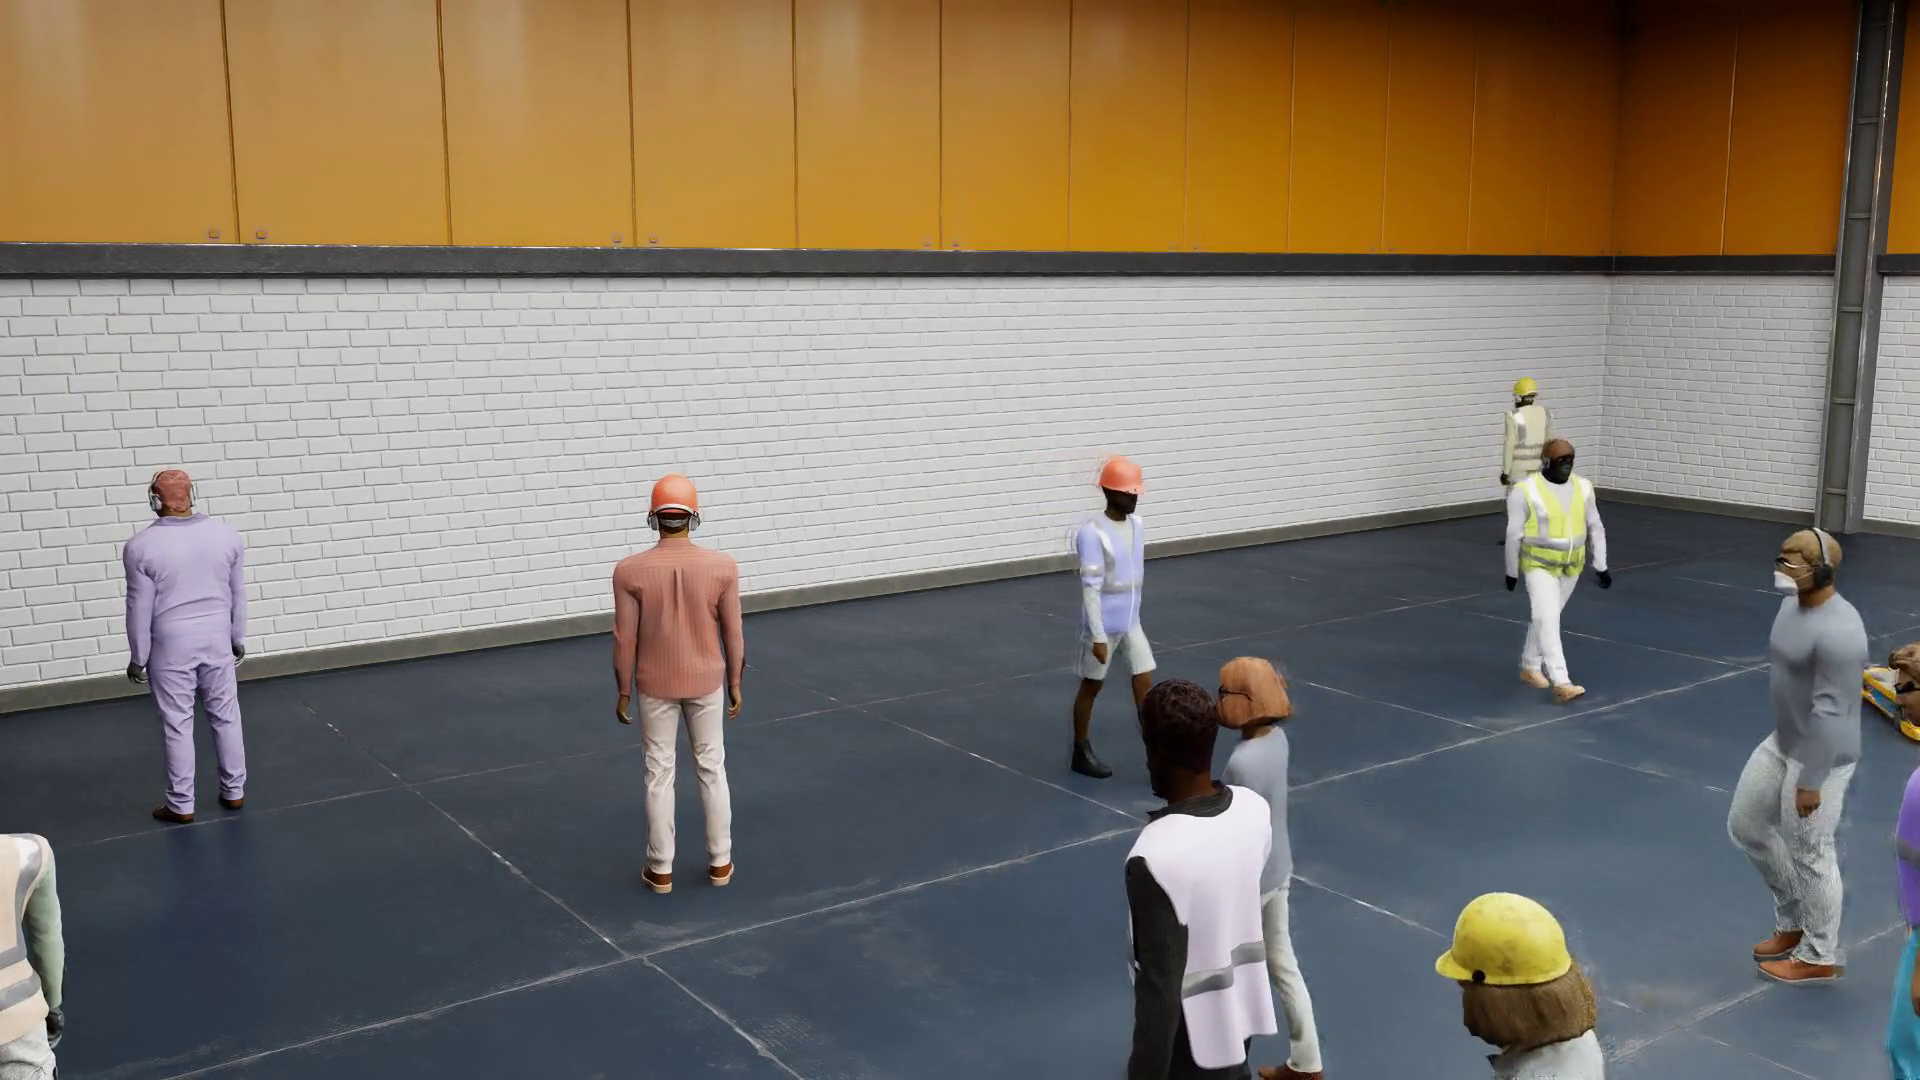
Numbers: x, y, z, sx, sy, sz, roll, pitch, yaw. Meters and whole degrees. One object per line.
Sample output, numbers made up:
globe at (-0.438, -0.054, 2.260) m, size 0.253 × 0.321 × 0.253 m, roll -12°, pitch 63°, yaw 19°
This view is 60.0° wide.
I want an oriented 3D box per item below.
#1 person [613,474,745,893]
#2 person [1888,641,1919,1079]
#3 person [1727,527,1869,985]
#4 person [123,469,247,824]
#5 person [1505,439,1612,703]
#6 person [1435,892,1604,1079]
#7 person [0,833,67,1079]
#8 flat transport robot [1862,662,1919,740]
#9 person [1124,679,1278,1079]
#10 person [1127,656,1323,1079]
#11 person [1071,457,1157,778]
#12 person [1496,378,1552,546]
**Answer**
person at (-1.340, 0.679, 7.935) m, size 0.621 × 1.992 × 0.397 m, roll -3°, pitch 10°, yaw -17°
person at (3.141, 1.213, 5.189) m, size 0.535 × 1.821 × 0.768 m, roll 8°, pitch 12°, yaw 40°
person at (3.455, 0.896, 6.826) m, size 0.461 × 1.917 × 0.653 m, roll 1°, pitch 9°, yaw 7°
person at (-4.158, 0.565, 8.936) m, size 0.407 × 1.903 × 0.639 m, roll 8°, pitch 12°, yaw 41°
person at (4.139, 0.202, 11.478) m, size 0.641 × 1.789 × 0.946 m, roll -2°, pitch 10°, yaw -15°
person at (1.176, 1.554, 3.411) m, size 0.445 × 1.714 × 0.490 m, roll 5°, pitch 10°, yaw 28°
person at (-2.758, 1.389, 4.653) m, size 0.308 × 1.641 × 0.516 m, roll 7°, pitch 12°, yaw 38°
flat transport robot at (6.386, 1.060, 10.892) m, size 0.652 × 0.197 × 1.431 m, roll 2°, pitch 9°, yaw 12°
person at (0.606, 1.305, 4.325) m, size 0.397 × 1.915 × 0.587 m, roll 7°, pitch 11°, yaw 35°
person at (0.993, 1.203, 5.937) m, size 0.603 × 1.615 × 0.528 m, roll 4°, pitch 10°, yaw 25°
person at (0.954, 0.484, 9.440) m, size 0.576 × 1.893 × 0.935 m, roll -8°, pitch 12°, yaw -42°
person at (5.985, -0.794, 17.642) m, size 0.603 × 1.826 × 0.534 m, roll -3°, pitch 10°, yaw -20°
